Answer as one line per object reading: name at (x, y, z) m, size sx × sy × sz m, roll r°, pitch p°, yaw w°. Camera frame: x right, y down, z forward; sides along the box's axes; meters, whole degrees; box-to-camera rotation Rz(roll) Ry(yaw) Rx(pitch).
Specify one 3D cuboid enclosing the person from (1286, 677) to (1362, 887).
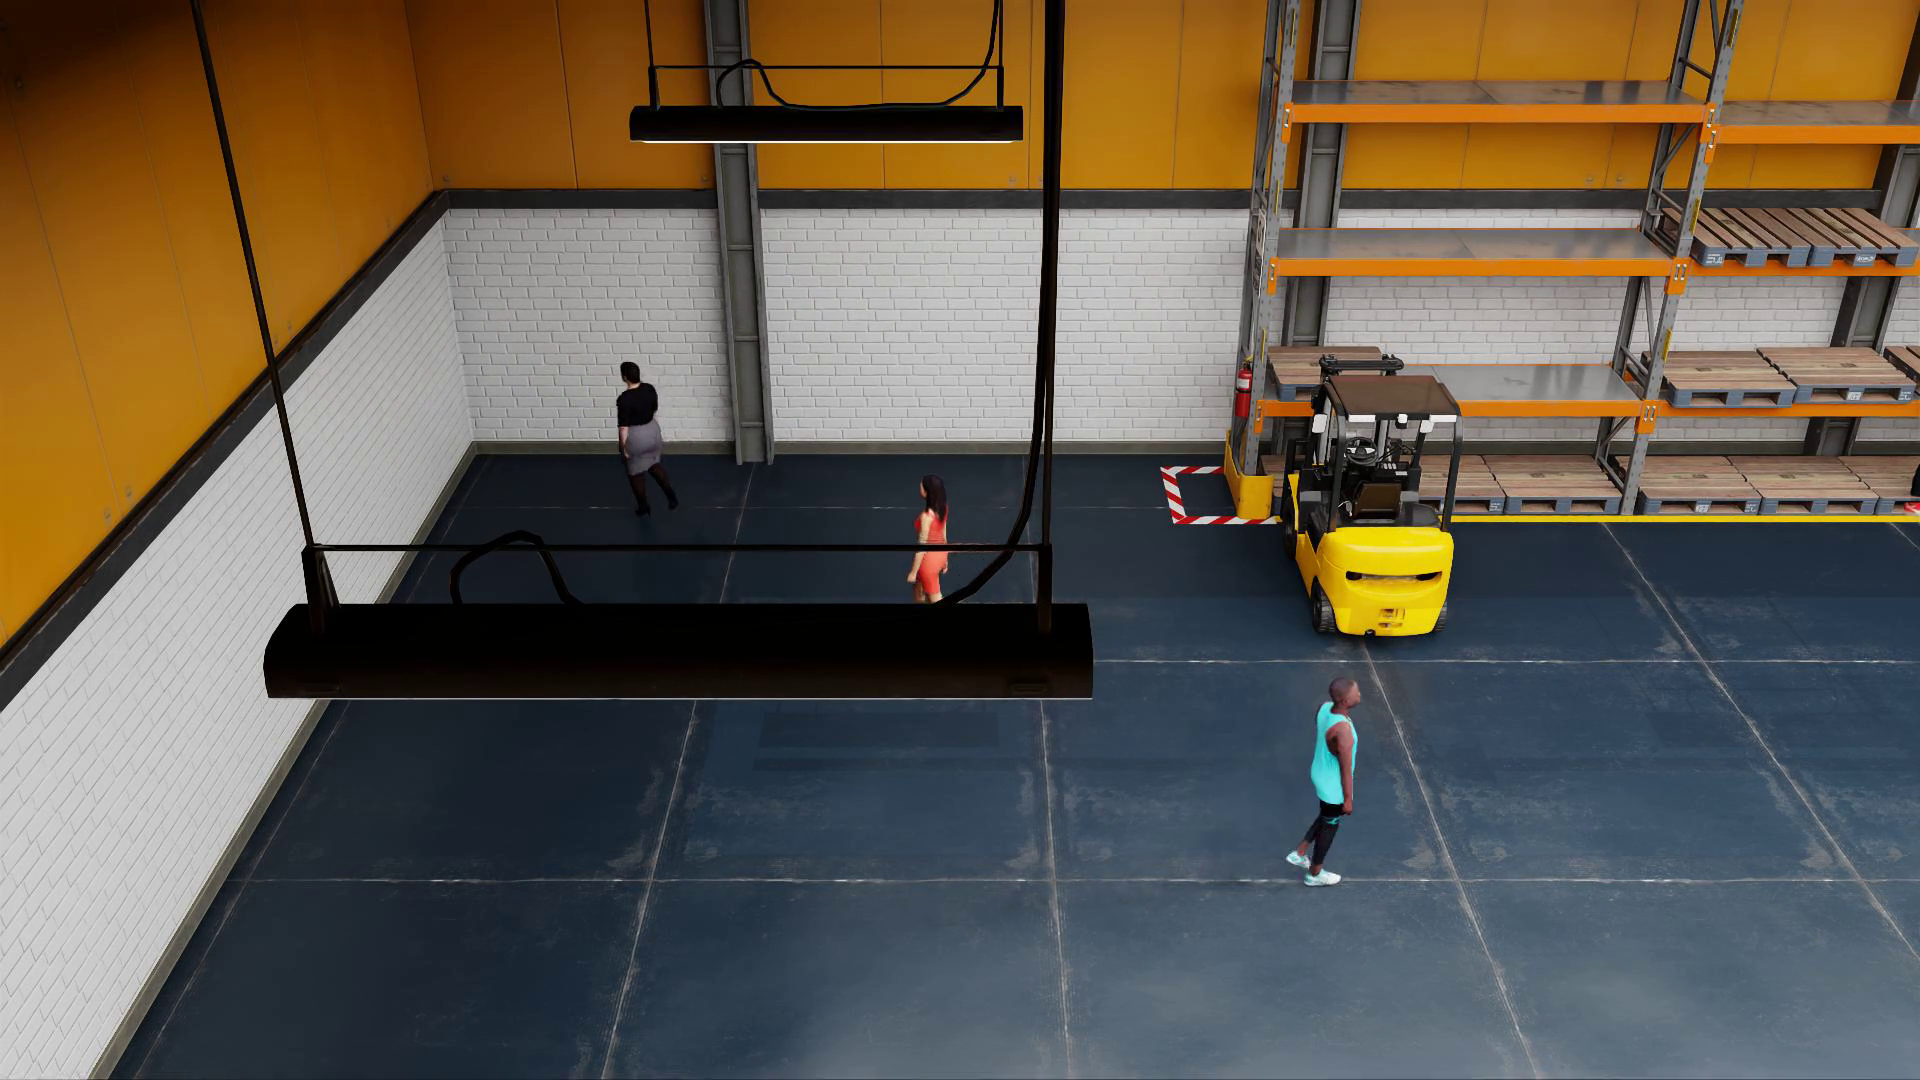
person at (2.565, 1.750, 11.909) m, size 0.713 × 1.796 × 0.677 m, roll -4°, pitch 29°, yaw -8°

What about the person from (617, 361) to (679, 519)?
person at (-3.186, -0.979, 16.968) m, size 0.998 × 1.742 × 0.926 m, roll 23°, pitch 36°, yaw 35°
